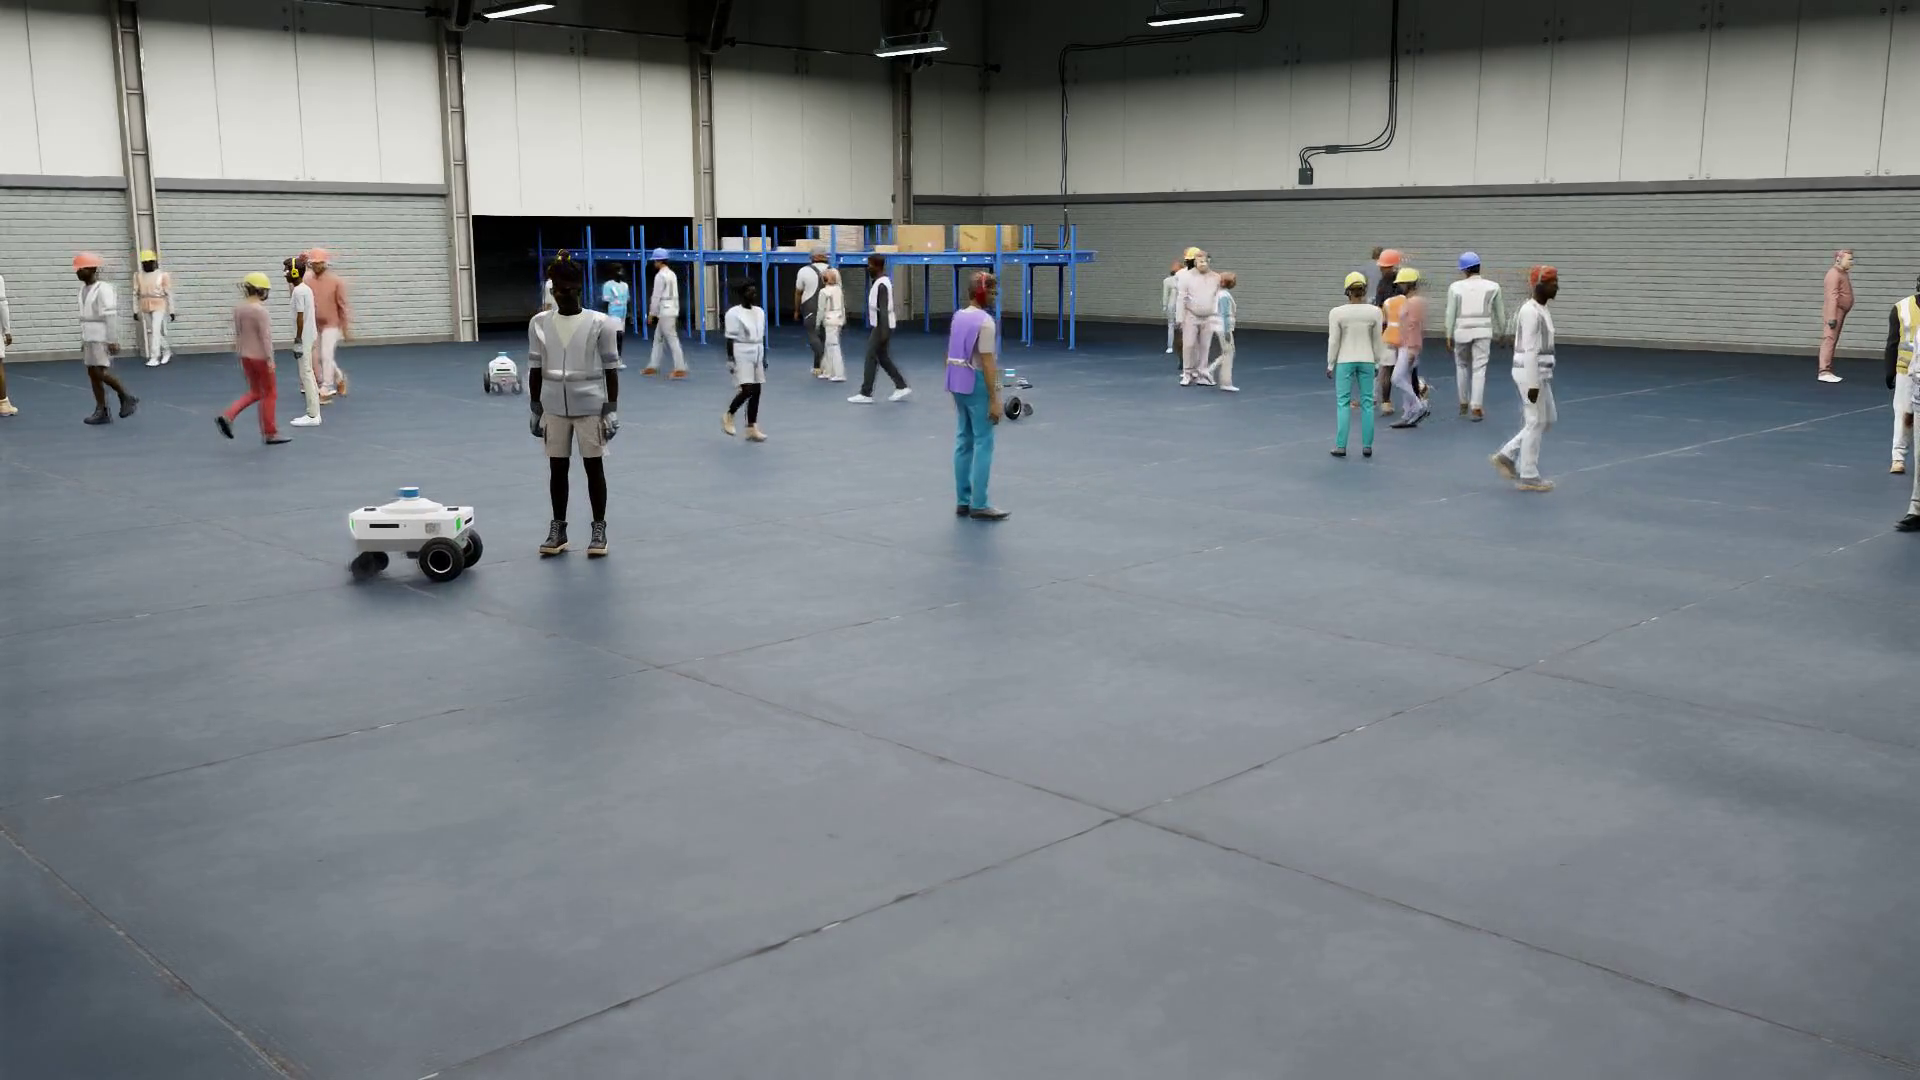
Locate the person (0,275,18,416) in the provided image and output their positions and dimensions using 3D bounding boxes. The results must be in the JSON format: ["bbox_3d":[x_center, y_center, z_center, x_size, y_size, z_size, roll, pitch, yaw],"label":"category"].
[{"bbox_3d":[-11.457,-2.470,19.515,0.605,2.035,0.392,-2,11,-10],"label":"person"}]

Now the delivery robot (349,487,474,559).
[{"bbox_3d":[-3.435,-0.089,10.428,0.707,0.478,0.477,0,10,-1],"label":"delivery robot"}]

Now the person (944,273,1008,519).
[{"bbox_3d":[0.086,-1.078,12.498,0.388,1.830,0.630,-6,12,-28],"label":"person"}]

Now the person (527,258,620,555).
[{"bbox_3d":[-2.561,-0.877,11.016,0.614,1.962,0.365,1,10,5],"label":"person"}]

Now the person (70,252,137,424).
[{"bbox_3d":[-9.695,-2.272,18.734,0.578,1.923,0.487,6,12,30],"label":"person"}]

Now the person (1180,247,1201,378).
[{"bbox_3d":[3.488,-3.381,24.774,0.363,1.927,0.587,3,11,17],"label":"person"}]

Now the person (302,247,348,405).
[{"bbox_3d":[-8.063,-2.745,21.196,0.632,1.976,0.830,2,11,12],"label":"person"}]

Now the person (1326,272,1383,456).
[{"bbox_3d":[3.786,-1.689,15.996,0.523,1.765,0.333,0,10,0],"label":"person"}]

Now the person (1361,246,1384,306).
[{"bbox_3d":[7.895,-4.615,31.579,0.633,1.909,0.961,9,13,39],"label":"person"}]

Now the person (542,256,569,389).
[{"bbox_3d":[-5.279,-2.757,21.581,0.486,1.848,0.619,1,10,4],"label":"person"}]

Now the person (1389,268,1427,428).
[{"bbox_3d":[4.878,-2.098,18.233,0.362,1.748,0.557,1,10,3],"label":"person"}]

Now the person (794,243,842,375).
[{"bbox_3d":[-2.110,-3.477,25.104,0.686,2.000,0.921,-5,12,-27],"label":"person"}]

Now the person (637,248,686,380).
[{"bbox_3d":[-4.446,-3.321,24.467,0.892,1.907,0.626,1,10,5],"label":"person"}]

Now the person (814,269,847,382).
[{"bbox_3d":[-1.934,-3.110,24.122,0.674,1.607,0.540,6,12,28],"label":"person"}]

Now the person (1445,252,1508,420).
[{"bbox_3d":[6.007,-2.375,19.338,0.676,1.899,0.935,4,11,21],"label":"person"}]

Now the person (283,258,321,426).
[{"bbox_3d":[-7.384,-2.220,18.644,0.333,1.861,0.496,-2,11,-13],"label":"person"}]

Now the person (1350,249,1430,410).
[{"bbox_3d":[5.278,-2.558,20.238,0.892,1.957,0.604,-2,11,-8],"label":"person"}]

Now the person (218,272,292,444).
[{"bbox_3d":[-7.179,-1.835,16.849,0.523,1.743,0.592,9,14,41],"label":"person"}]

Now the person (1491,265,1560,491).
[{"bbox_3d":[4.776,-1.352,13.872,0.460,1.867,0.597,5,12,26],"label":"person"}]

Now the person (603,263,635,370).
[{"bbox_3d":[-5.322,-3.507,26.117,0.605,1.673,0.553,5,12,26],"label":"person"}]

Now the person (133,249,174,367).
[{"bbox_3d":[-13.188,-3.808,27.236,0.601,1.889,0.959,1,10,3],"label":"person"}]

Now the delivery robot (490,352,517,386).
[{"bbox_3d":[-6.167,-2.290,22.432,0.477,0.478,0.707,-3,11,-16],"label":"delivery robot"}]

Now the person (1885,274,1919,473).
[{"bbox_3d":[8.575,-1.503,14.802,0.629,1.838,0.429,6,12,28],"label":"person"}]

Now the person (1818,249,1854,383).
[{"bbox_3d":[12.702,-3.243,24.085,0.399,1.904,0.644,7,12,33],"label":"person"}]

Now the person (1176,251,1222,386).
[{"bbox_3d":[3.374,-3.109,23.416,0.723,1.889,0.435,-2,11,-10],"label":"person"}]

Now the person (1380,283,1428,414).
[{"bbox_3d":[5.303,-2.340,19.801,0.547,1.653,0.843,10,14,43],"label":"person"}]

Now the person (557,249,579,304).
[{"bbox_3d":[-7.294,-4.438,30.726,0.520,1.865,0.318,-8,13,-37],"label":"person"}]

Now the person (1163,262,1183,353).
[{"bbox_3d":[3.908,-4.193,29.999,0.498,1.633,0.278,0,10,3],"label":"person"}]

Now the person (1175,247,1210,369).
[{"bbox_3d":[3.735,-3.703,26.579,0.570,1.905,0.875,7,12,32],"label":"person"}]

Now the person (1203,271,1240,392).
[{"bbox_3d":[3.599,-2.836,22.620,0.415,1.627,0.538,1,10,7],"label":"person"}]

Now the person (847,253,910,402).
[{"bbox_3d":[-1.023,-2.714,21.240,0.807,1.894,0.605,-1,10,-6],"label":"person"}]

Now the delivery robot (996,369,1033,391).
[{"bbox_3d":[0.592,-1.893,19.556,0.335,0.223,0.698,8,13,36],"label":"delivery robot"}]

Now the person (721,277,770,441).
[{"bbox_3d":[-2.196,-1.862,17.155,0.392,1.688,0.536,7,12,33],"label":"person"}]

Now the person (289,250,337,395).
[{"bbox_3d":[-8.637,-2.896,22.182,0.642,1.910,0.401,9,14,40],"label":"person"}]

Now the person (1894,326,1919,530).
[{"bbox_3d":[6.981,-0.952,11.811,0.403,1.824,0.592,-5,12,-27],"label":"person"}]
